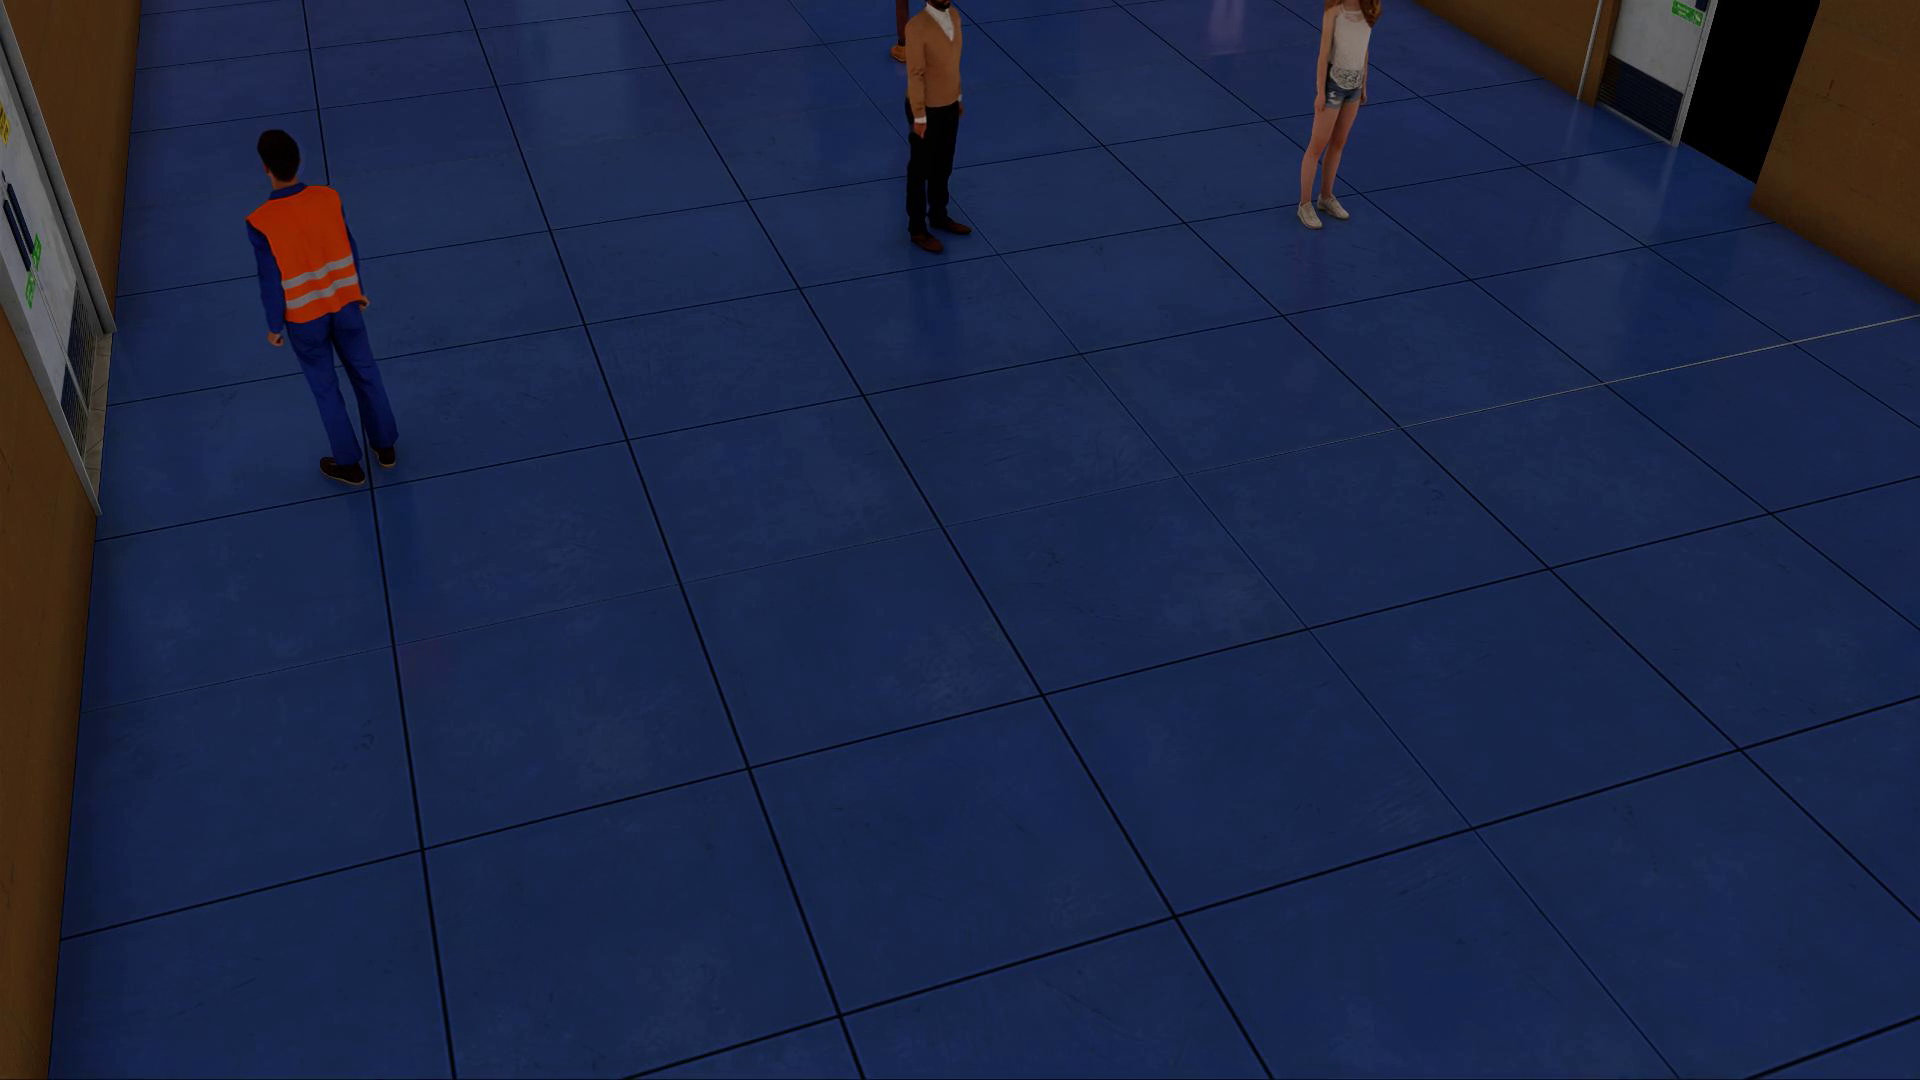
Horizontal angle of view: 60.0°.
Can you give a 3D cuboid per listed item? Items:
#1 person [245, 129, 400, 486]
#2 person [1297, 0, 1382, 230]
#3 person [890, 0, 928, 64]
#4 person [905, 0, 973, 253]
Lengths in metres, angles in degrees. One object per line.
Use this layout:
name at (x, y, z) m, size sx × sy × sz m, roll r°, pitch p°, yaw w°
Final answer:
person at (-3.164, -1.131, 8.220) m, size 0.853 × 1.862 × 0.727 m, roll 28°, pitch 45°, yaw 32°
person at (2.407, -2.883, 10.640) m, size 0.521 × 1.760 × 0.671 m, roll -21°, pitch 42°, yaw -25°
person at (-0.355, -4.610, 12.966) m, size 0.540 × 1.729 × 0.669 m, roll -10°, pitch 38°, yaw -13°
person at (-0.165, -2.709, 10.412) m, size 0.818 × 1.754 × 0.724 m, roll 23°, pitch 43°, yaw 28°
